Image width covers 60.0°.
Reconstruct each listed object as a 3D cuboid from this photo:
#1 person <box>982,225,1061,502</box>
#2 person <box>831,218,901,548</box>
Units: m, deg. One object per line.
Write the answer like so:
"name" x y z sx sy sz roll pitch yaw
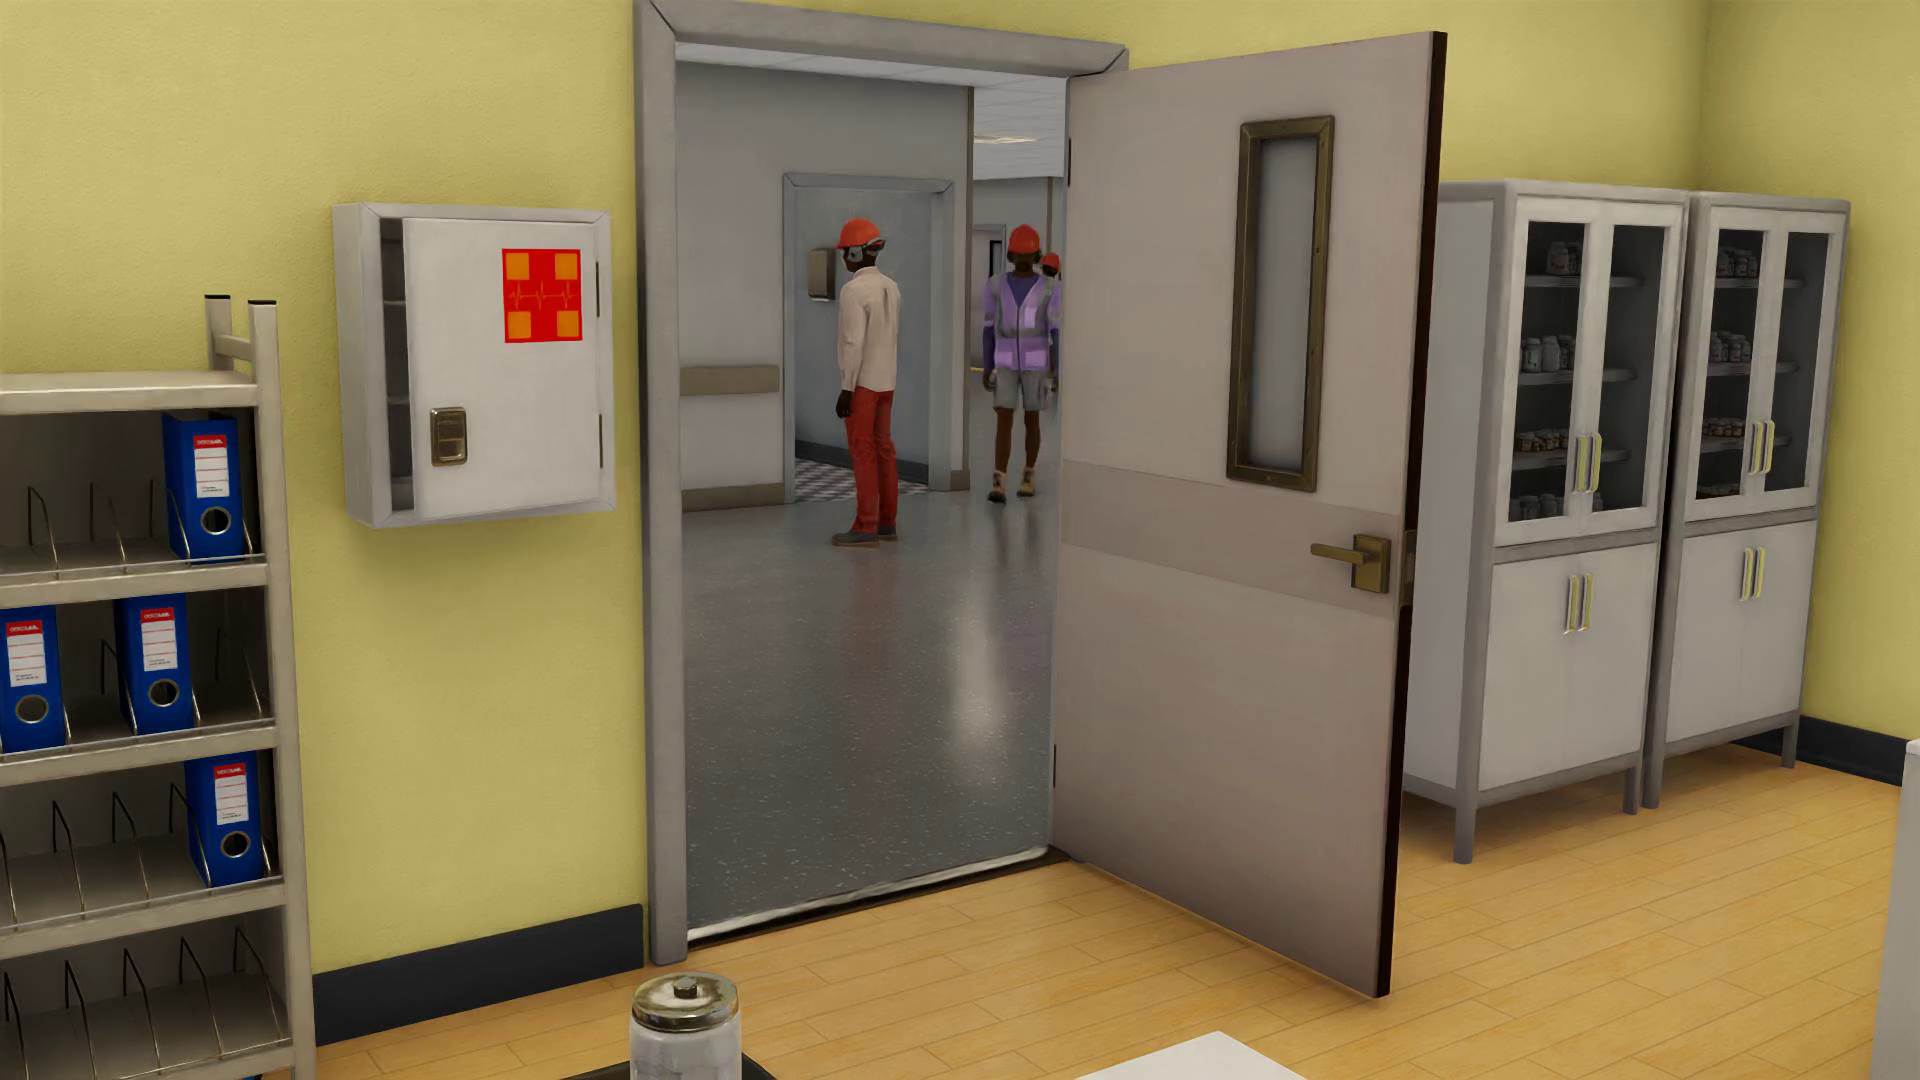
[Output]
"person" 0.448 -1.276 12.125 0.632 2.003 0.863 3 10 11
"person" -0.585 -0.950 10.130 0.401 1.989 0.623 5 10 24
